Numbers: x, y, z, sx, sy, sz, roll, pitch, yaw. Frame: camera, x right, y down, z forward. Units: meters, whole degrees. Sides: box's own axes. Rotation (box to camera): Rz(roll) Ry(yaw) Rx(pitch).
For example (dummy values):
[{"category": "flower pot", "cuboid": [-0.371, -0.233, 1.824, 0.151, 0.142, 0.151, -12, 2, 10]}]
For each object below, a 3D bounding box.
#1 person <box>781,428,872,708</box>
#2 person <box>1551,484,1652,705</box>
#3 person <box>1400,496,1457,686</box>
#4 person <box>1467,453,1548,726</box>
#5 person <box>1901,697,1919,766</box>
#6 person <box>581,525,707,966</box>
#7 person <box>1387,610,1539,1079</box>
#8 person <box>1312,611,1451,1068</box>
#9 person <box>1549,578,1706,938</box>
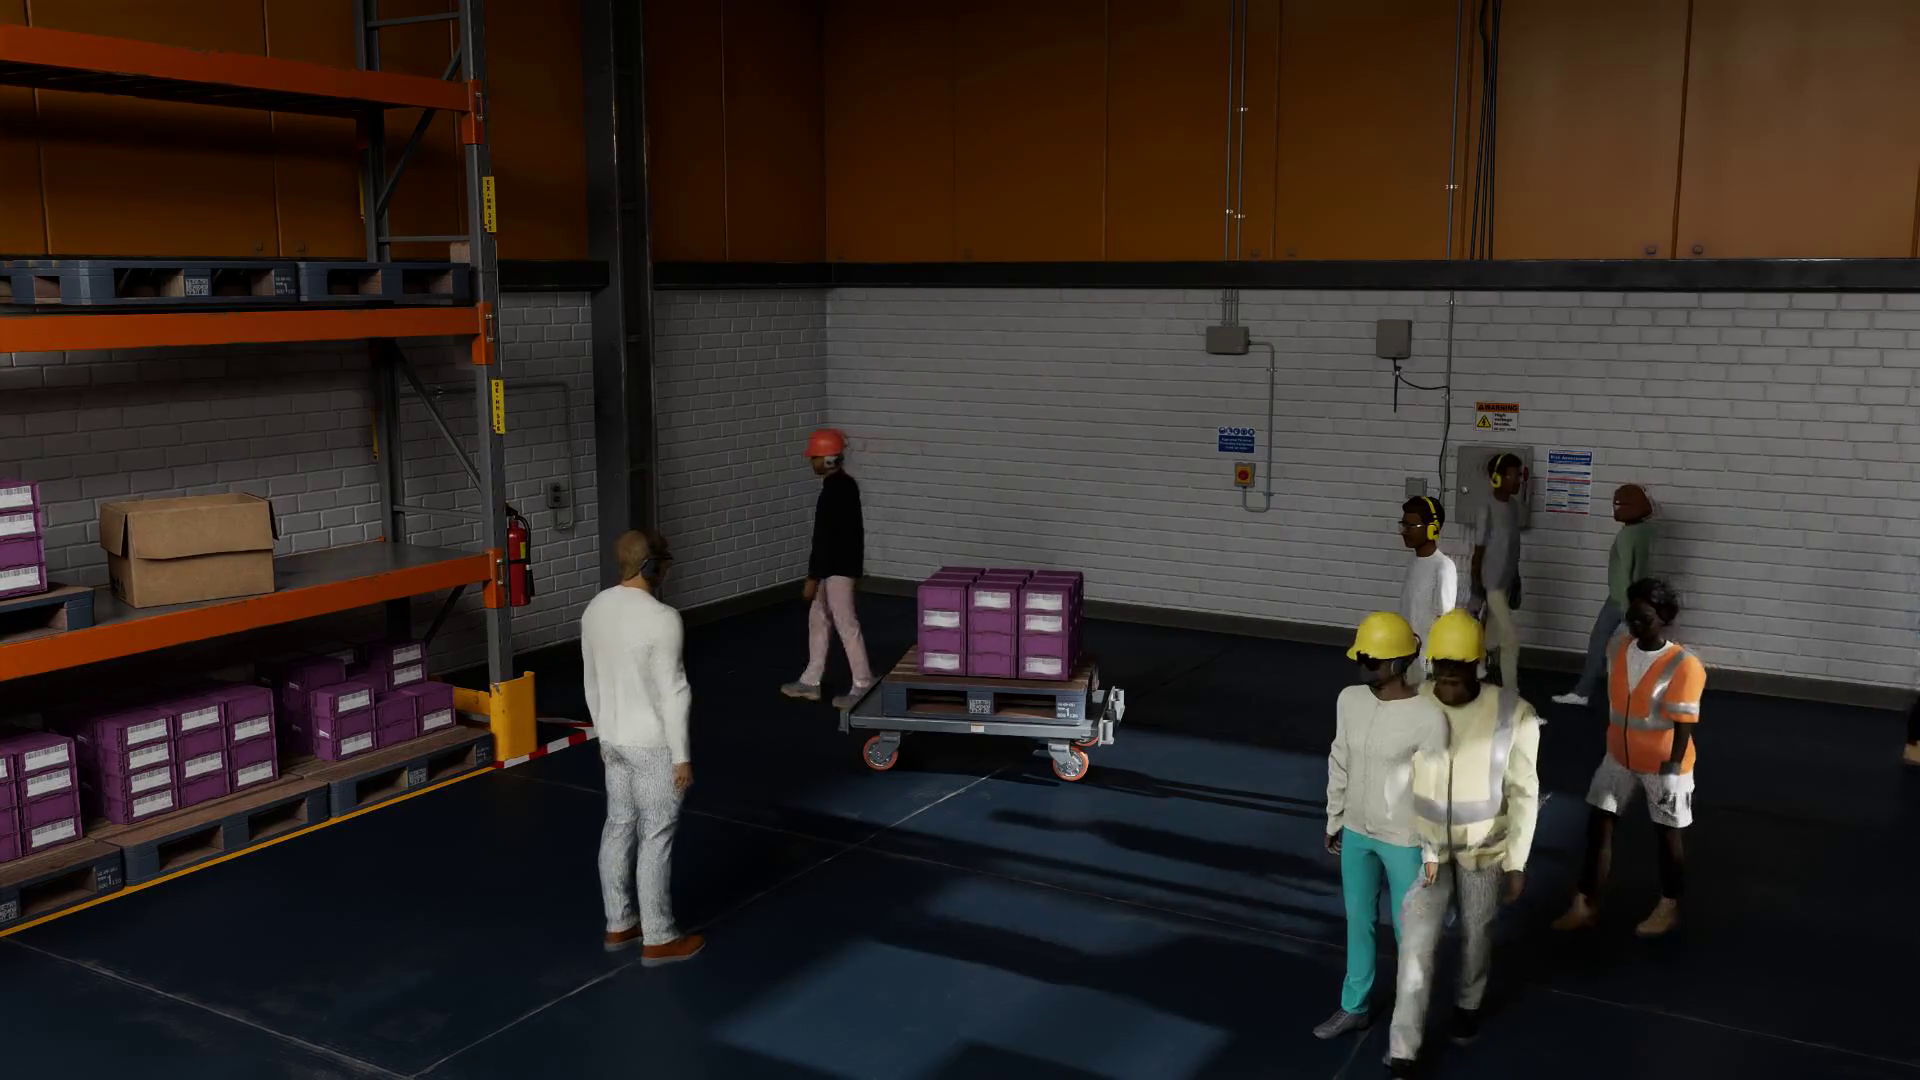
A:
[{"category": "person", "cuboid": [-0.971, 0.206, 11.569, 0.865, 1.957, 0.636, 1, 9, 9]}, {"category": "person", "cuboid": [4.610, 0.404, 11.496, 0.495, 1.590, 0.823, -9, 13, -44]}, {"category": "person", "cuboid": [2.483, 0.683, 8.938, 0.319, 1.862, 0.518, -1, 9, -4]}, {"category": "person", "cuboid": [3.624, 0.305, 11.354, 0.864, 1.841, 0.527, 8, 12, 42]}, {"category": "person", "cuboid": [6.111, 0.599, 10.022, 0.709, 1.663, 0.550, 6, 11, 33]}, {"category": "person", "cuboid": [-1.403, 0.898, 7.338, 0.635, 1.936, 0.355, 8, 12, 41]}, {"category": "person", "cuboid": [1.864, 1.143, 6.289, 0.591, 1.780, 0.932, 4, 10, 22]}, {"category": "person", "cuboid": [1.618, 1.137, 6.387, 0.326, 1.765, 0.530, -7, 12, -38]}, {"category": "person", "cuboid": [3.020, 1.010, 7.463, 0.755, 1.668, 0.543, -5, 11, -31]}]
